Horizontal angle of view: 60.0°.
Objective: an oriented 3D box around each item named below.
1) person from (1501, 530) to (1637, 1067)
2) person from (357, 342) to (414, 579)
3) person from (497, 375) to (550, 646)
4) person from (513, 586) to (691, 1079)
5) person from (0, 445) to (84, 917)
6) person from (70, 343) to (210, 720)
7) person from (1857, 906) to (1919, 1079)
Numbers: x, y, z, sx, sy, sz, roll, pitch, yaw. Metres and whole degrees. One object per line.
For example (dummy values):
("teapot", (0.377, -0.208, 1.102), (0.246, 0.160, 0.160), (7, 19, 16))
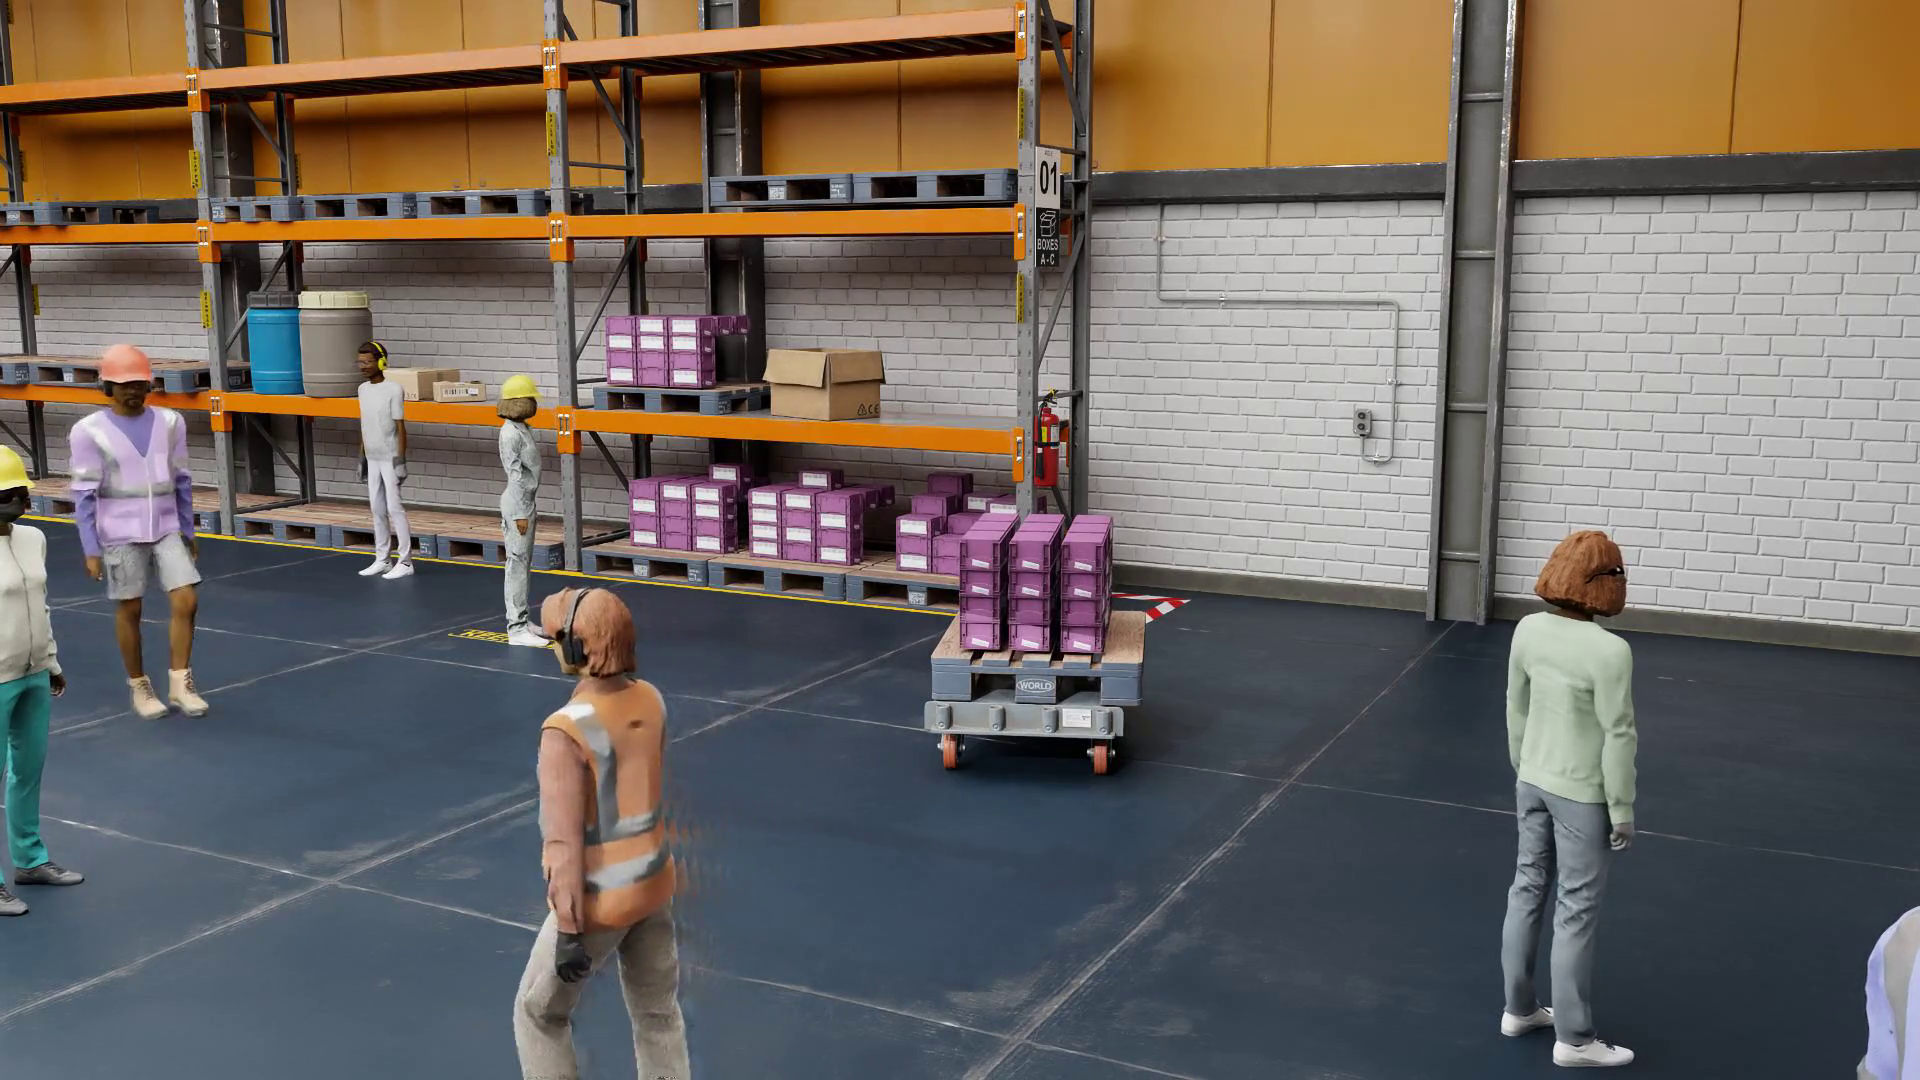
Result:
("person", (1.868, 0.779, 5.091), (0.281, 1.634, 0.498), (-3, 10, -20))
("person", (-4.538, -0.623, 13.059), (0.516, 1.860, 0.319), (6, 11, 32))
("person", (-2.822, -0.195, 10.762), (0.288, 1.746, 0.487), (-1, 9, -9))
("person", (-0.959, 0.916, 4.268), (0.625, 1.612, 0.546), (4, 10, 21))
("person", (-3.591, 0.518, 6.300), (0.322, 1.767, 0.533), (1, 9, 8))
("person", (-4.309, -0.019, 8.814), (0.650, 2.023, 0.654), (8, 12, 41))
("person", (1.396, 1.109, 2.126), (0.358, 1.936, 0.552), (-2, 9, -10))
